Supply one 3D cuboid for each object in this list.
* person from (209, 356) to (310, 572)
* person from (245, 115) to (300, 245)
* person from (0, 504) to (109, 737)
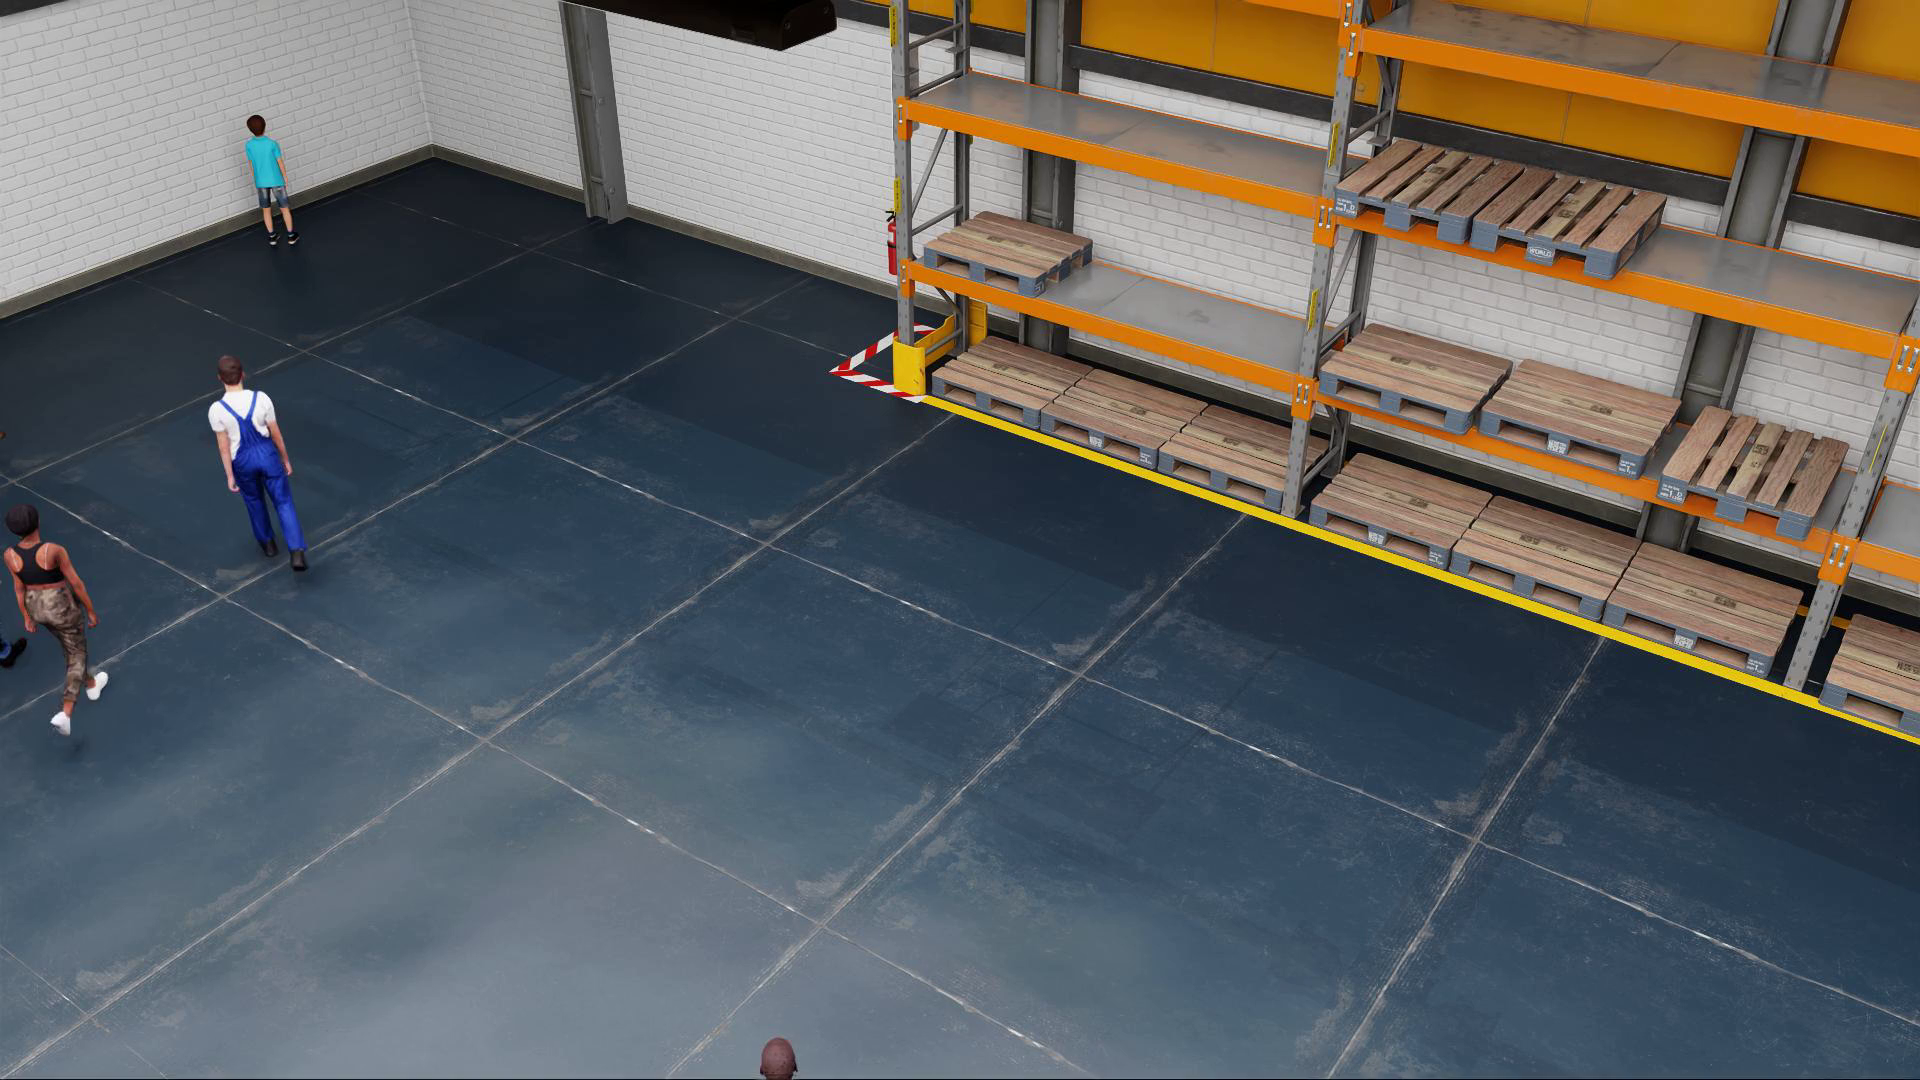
[{"bbox_3d":[-5.395,-0.539,12.812,0.969,1.826,1.237,-17,37,-24],"label":"person"},{"bbox_3d":[-7.615,-3.973,18.320,0.589,1.448,0.650,-5,34,-8],"label":"person"},{"bbox_3d":[-6.162,0.555,11.301,1.084,1.676,1.087,-3,34,-5],"label":"person"}]
